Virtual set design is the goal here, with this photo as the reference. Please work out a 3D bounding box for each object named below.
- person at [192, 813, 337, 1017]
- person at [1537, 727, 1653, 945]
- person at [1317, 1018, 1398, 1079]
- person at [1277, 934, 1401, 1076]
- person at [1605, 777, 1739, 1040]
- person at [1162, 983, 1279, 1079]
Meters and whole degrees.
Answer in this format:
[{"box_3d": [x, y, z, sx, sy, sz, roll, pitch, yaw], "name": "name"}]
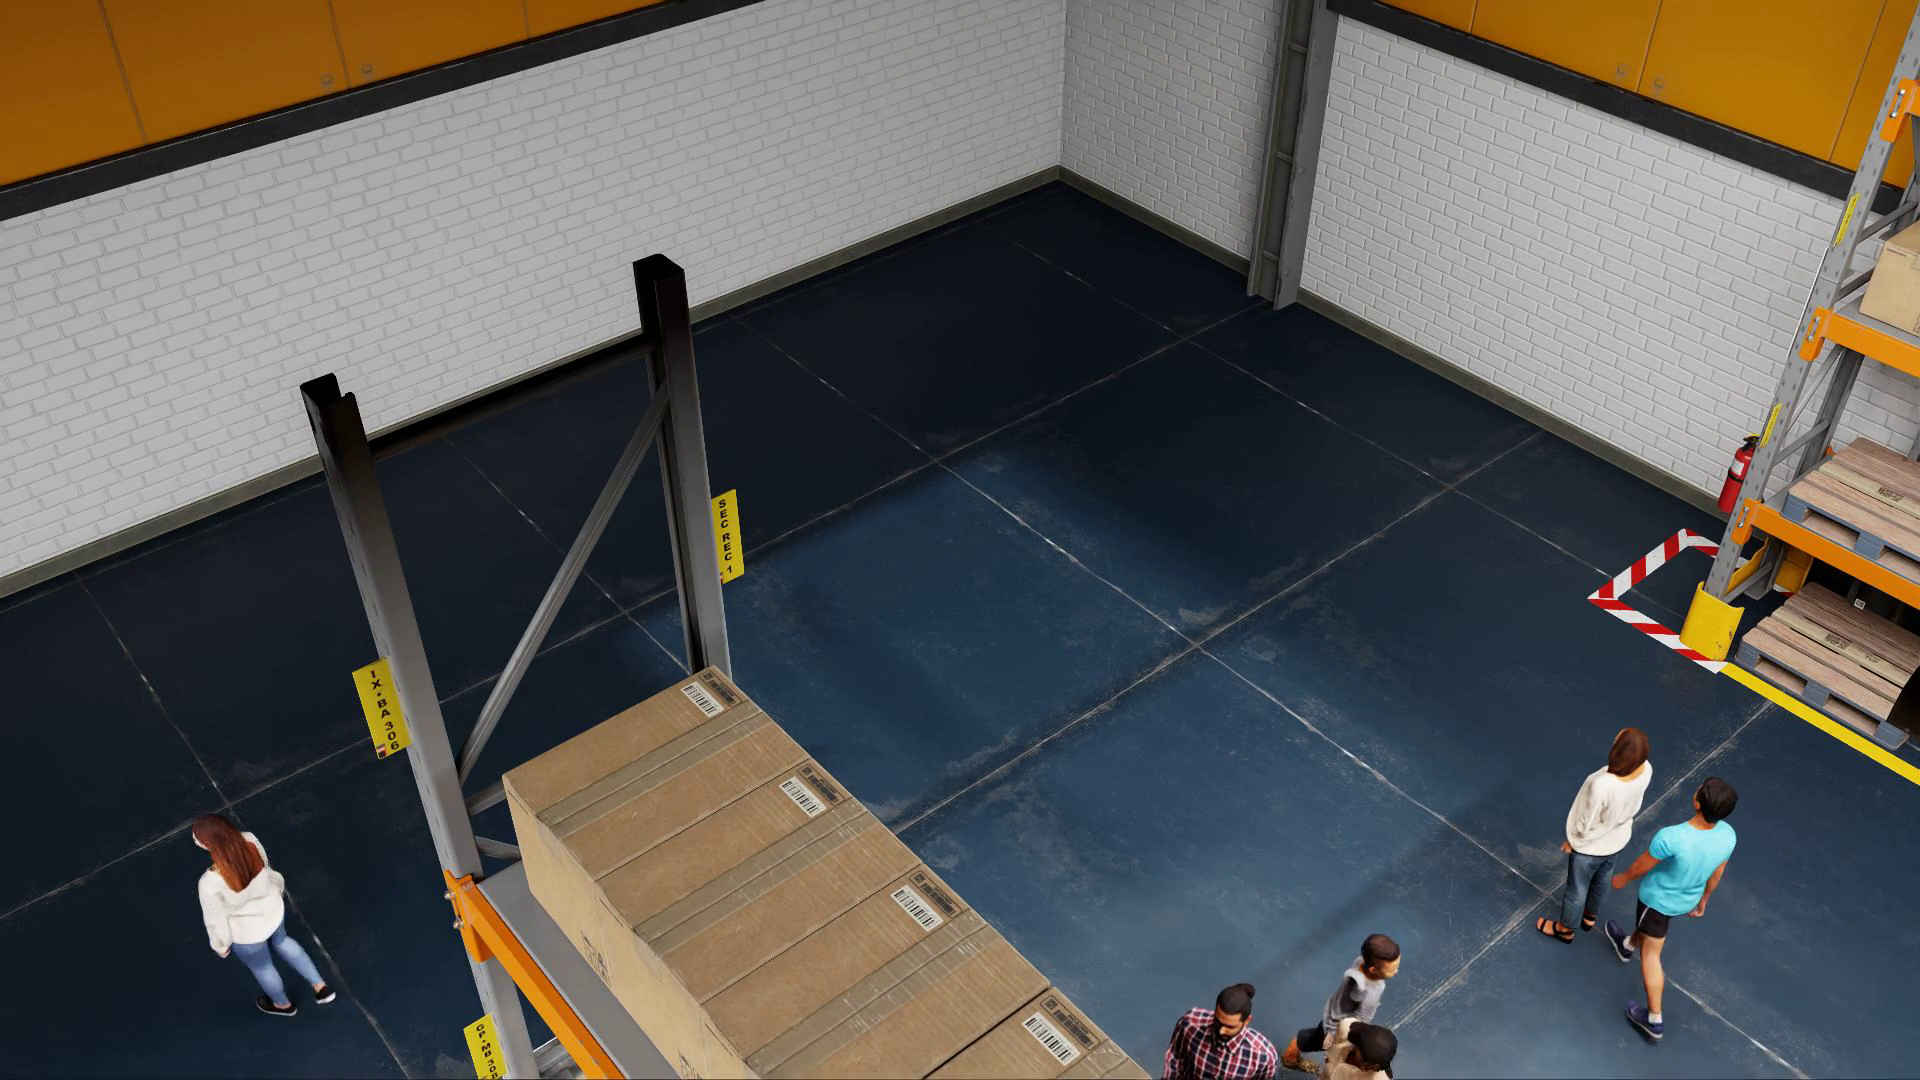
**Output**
[{"box_3d": [-3.805, 2.097, 9.110, 0.894, 1.682, 0.808, 14, 41, 17], "name": "person"}, {"box_3d": [3.702, 1.709, 9.596, 0.650, 1.683, 0.593, -20, 43, -23], "name": "person"}, {"box_3d": [1.922, 2.788, 8.269, 0.829, 1.651, 0.697, 4, 39, 5], "name": "person"}, {"box_3d": [2.015, 2.499, 8.820, 0.898, 1.416, 0.781, 20, 43, 23], "name": "person"}, {"box_3d": [3.922, 2.032, 9.144, 0.925, 1.741, 1.135, -8, 39, -10], "name": "person"}, {"box_3d": [1.245, 2.784, 8.187, 0.702, 1.760, 0.842, 16, 41, 19], "name": "person"}]
